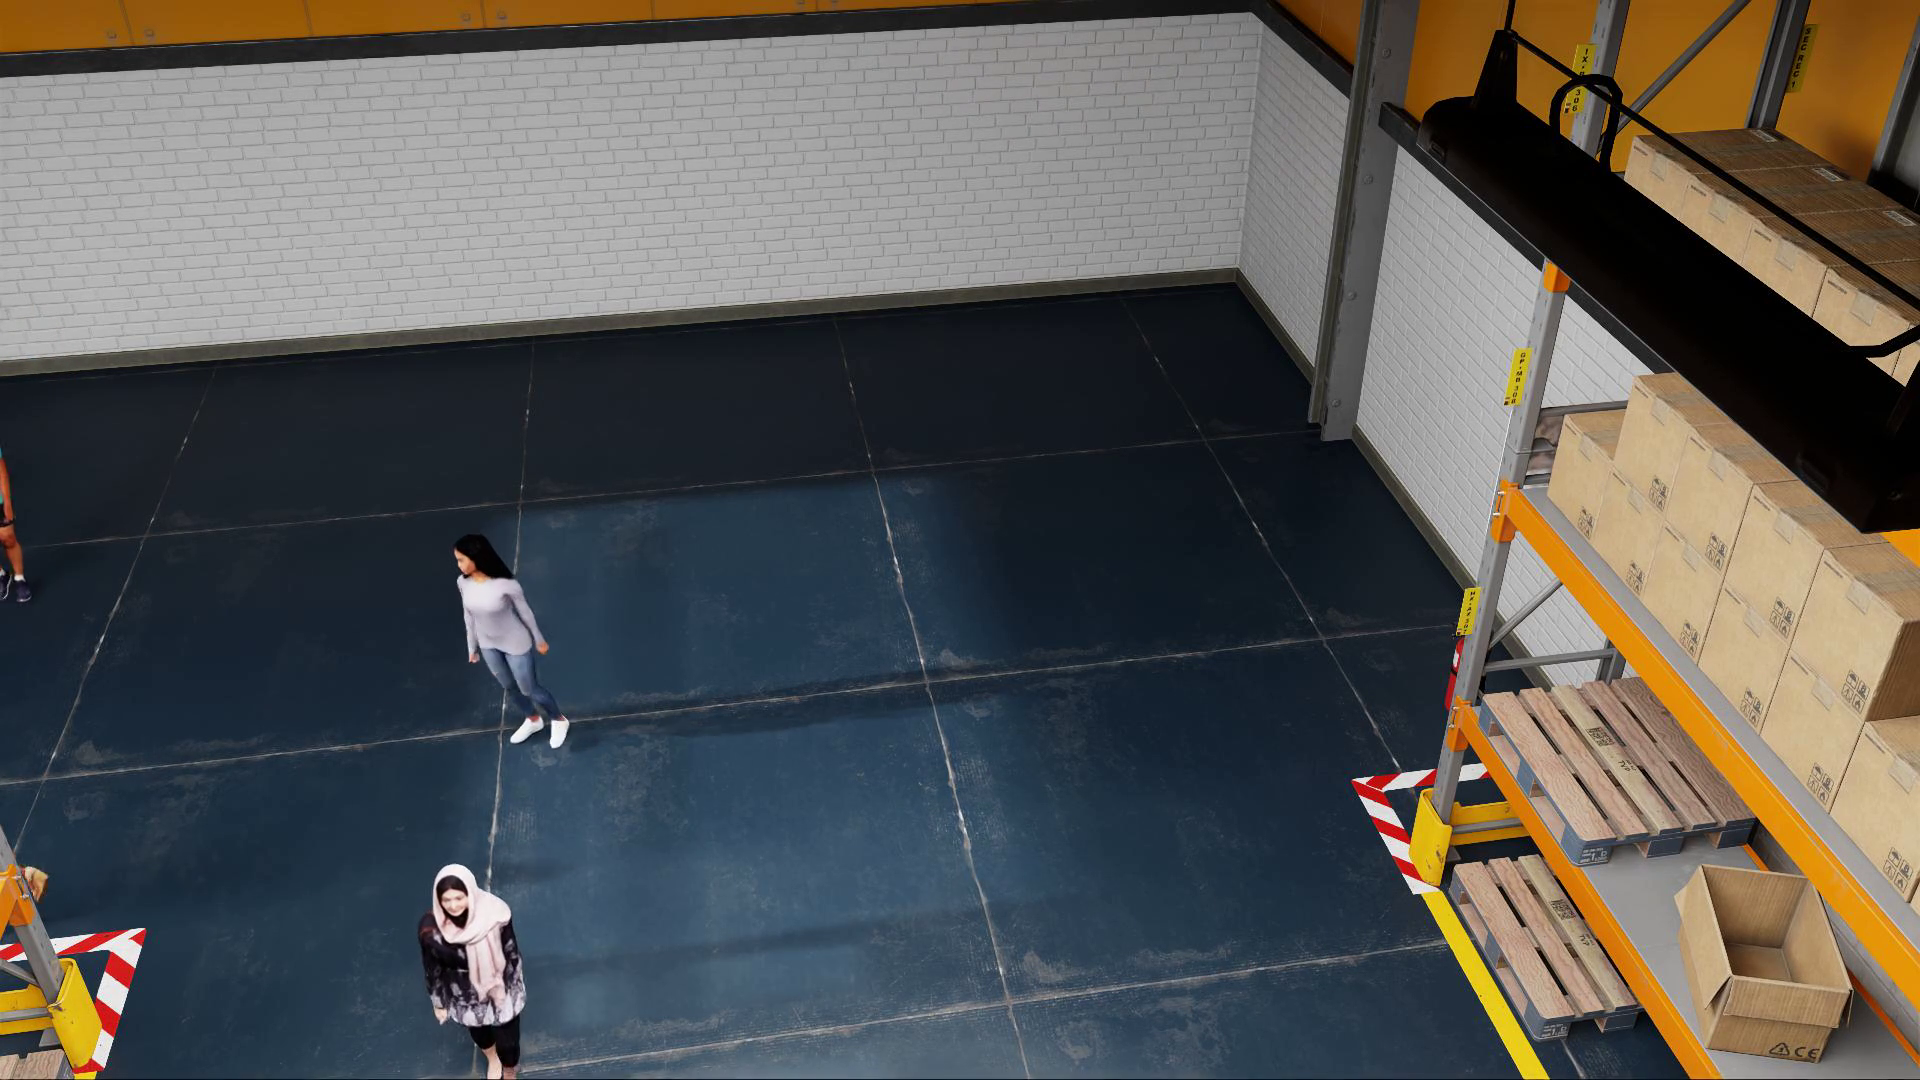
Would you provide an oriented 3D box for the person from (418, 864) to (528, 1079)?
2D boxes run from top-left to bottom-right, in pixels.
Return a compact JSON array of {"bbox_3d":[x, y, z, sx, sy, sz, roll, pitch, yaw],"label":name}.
[{"bbox_3d":[-2.522,2.252,8.701,0.662,1.622,0.710,-9,35,-13],"label":"person"}]

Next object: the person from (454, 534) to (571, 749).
[{"bbox_3d":[-2.952,0.657,11.025,0.822,1.707,0.835,4,34,5],"label":"person"}]

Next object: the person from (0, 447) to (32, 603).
[{"bbox_3d":[-7.281,-0.334,12.468,0.643,1.759,0.636,-9,35,-13],"label":"person"}]

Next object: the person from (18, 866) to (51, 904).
[{"bbox_3d":[-5.834,1.667,9.554,0.816,1.652,0.980,-14,36,-20],"label":"person"}]
